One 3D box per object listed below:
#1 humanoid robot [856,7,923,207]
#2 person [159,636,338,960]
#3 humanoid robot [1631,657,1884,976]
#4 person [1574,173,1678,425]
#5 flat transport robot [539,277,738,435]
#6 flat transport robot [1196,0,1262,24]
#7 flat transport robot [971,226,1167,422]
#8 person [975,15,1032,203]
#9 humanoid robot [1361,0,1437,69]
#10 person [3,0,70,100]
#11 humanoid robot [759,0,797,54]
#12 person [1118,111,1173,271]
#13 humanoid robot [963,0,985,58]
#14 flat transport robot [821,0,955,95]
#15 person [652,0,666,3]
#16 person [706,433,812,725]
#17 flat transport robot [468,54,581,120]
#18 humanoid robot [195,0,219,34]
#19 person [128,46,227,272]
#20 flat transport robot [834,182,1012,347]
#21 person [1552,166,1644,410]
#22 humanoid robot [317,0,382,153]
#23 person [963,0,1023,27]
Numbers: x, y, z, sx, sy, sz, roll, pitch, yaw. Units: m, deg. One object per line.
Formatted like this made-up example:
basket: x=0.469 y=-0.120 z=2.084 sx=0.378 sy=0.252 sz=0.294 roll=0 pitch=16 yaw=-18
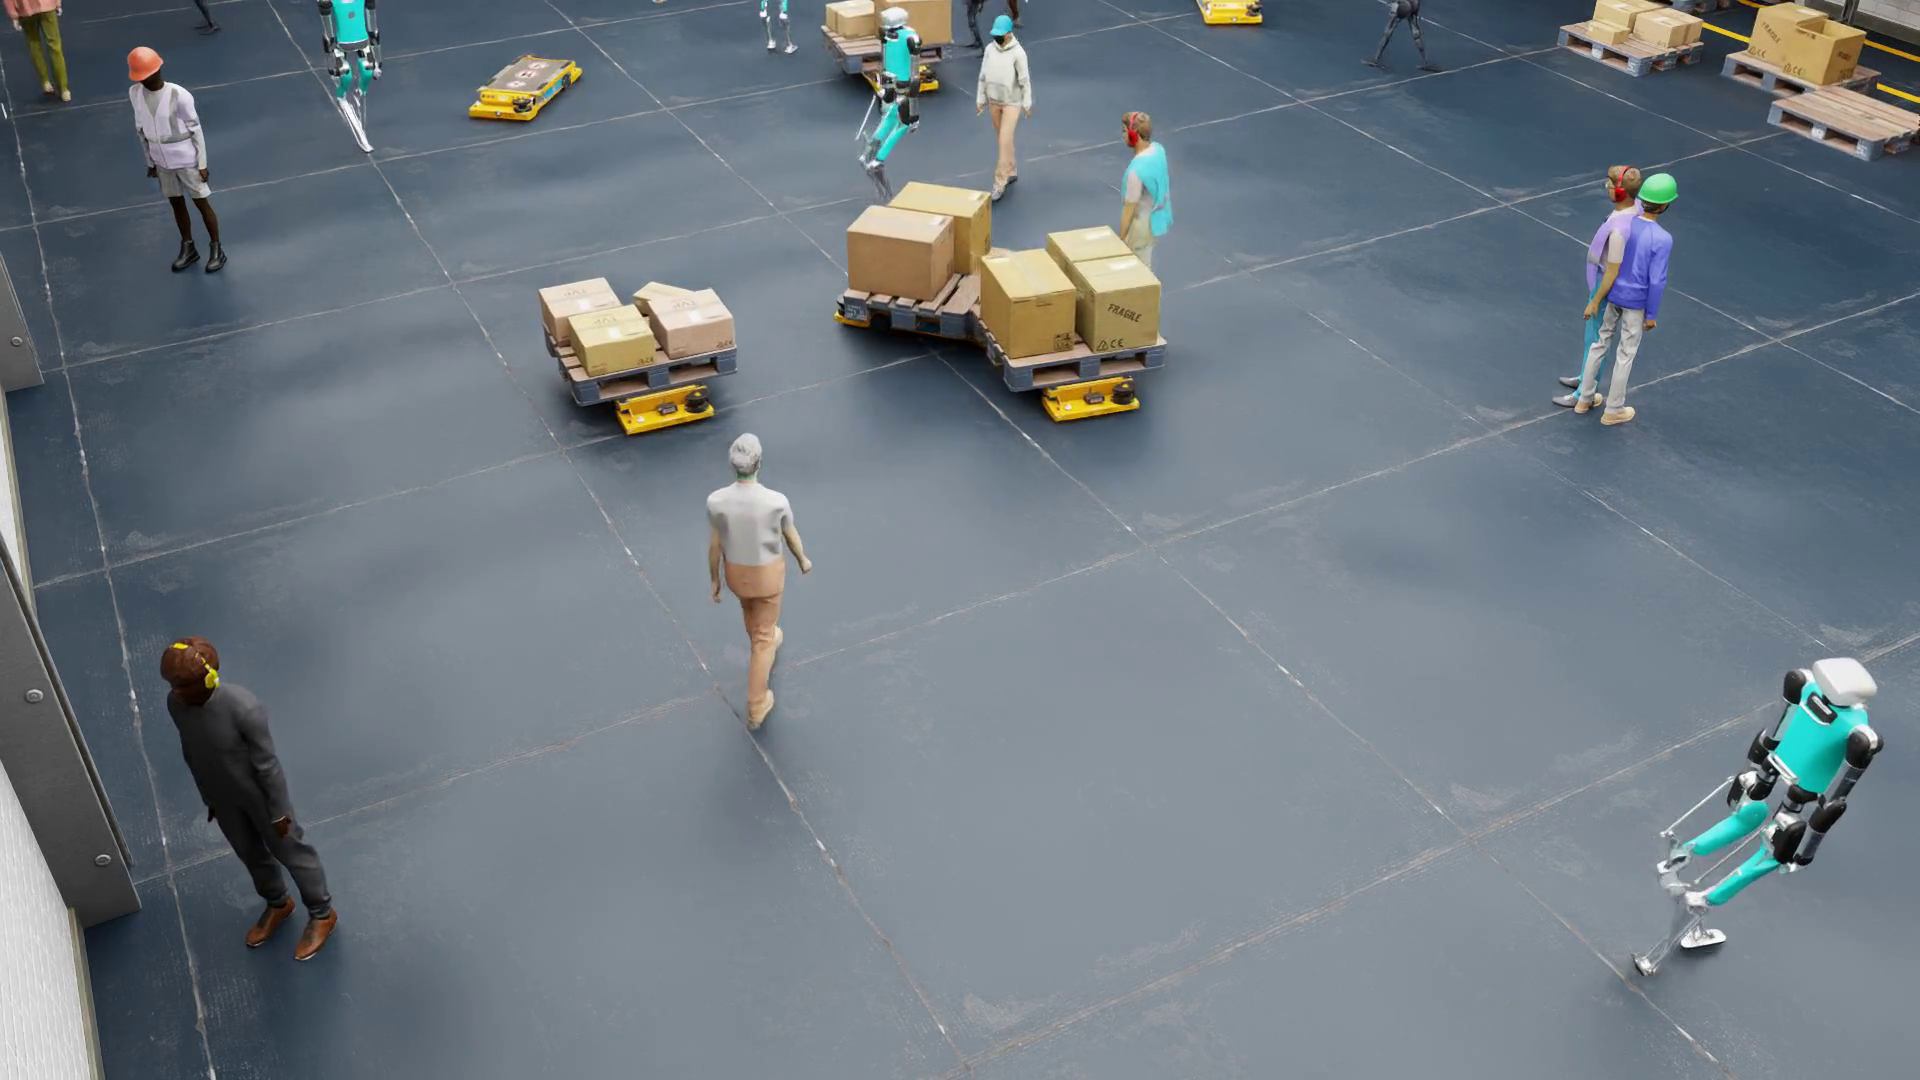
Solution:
humanoid robot: x=-0.696 y=-3.813 z=14.903 sx=0.712 sy=1.796 sz=0.544 roll=-24 pitch=42 yaw=-30
person: x=-3.288 y=1.177 z=7.651 sx=0.487 sy=1.865 sz=0.371 roll=9 pitch=36 yaw=13
humanoid robot: x=3.503 y=1.351 z=7.575 sx=0.848 sy=1.866 sz=0.535 roll=-8 pitch=36 yaw=-12
person: x=4.728 y=-1.698 z=11.744 sx=0.345 sy=1.871 sz=0.470 roll=-24 pitch=41 yaw=-30
flat transport robot: x=-2.383 y=-1.255 z=12.507 sx=0.659 sy=0.231 sz=1.431 roll=-15 pitch=38 yaw=-20
flat transport robot: x=3.185 y=-6.531 z=20.041 sx=0.659 sy=0.231 sz=1.431 roll=-1 pitch=35 yaw=-2
flat transport robot: x=0.795 y=-1.357 z=12.653 sx=0.659 sy=0.231 sz=1.431 roll=-10 pitch=36 yaw=-14
person: x=0.354 y=-3.920 z=15.103 sx=0.476 sy=1.642 sz=0.778 roll=22 pitch=40 yaw=28
humanoid robot: x=4.859 y=-5.873 z=17.922 sx=0.788 sy=1.632 sz=0.608 roll=18 pitch=39 yaw=23
person: x=-9.570 y=-5.491 z=17.203 sx=0.508 sy=1.816 sz=0.579 roll=-15 pitch=38 yaw=-20
humanoid robot: x=-2.046 y=-6.223 z=18.282 sx=0.534 sy=1.754 sz=0.704 roll=2 pitch=35 yaw=2
person: x=1.397 y=-2.379 z=12.756 sx=0.451 sy=1.818 sz=0.603 roll=12 pitch=37 yaw=16
humanoid robot: x=0.173 y=-6.165 z=18.305 sx=0.352 sy=1.644 sz=0.609 roll=1 pitch=35 yaw=1
flat transport robot: x=-0.780 y=-5.188 z=18.123 sx=0.659 sy=0.231 sz=1.431 roll=-12 pitch=37 yaw=-16
person: x=-3.704 y=-7.399 z=19.886 sx=0.601 sy=1.867 sz=0.467 roll=-27 pitch=43 yaw=-33
person: x=-1.105 y=0.140 z=9.263 sx=0.467 sy=1.707 sz=0.863 roll=8 pitch=36 yaw=12
flat transport robot: x=-4.576 y=-4.775 z=17.534 sx=0.659 sy=0.231 sz=1.431 roll=7 pitch=36 yaw=9
humanoid robot: x=-8.791 y=-6.637 z=18.963 sx=0.613 sy=1.640 sz=0.379 roll=28 pitch=44 yaw=34
person: x=-6.496 y=-3.136 z=13.750 sx=0.544 sy=1.927 sz=0.383 roll=6 pitch=35 yaw=9
flat transport robot: x=-0.233 y=-1.858 z=13.369 sx=1.431 sy=0.231 sz=0.659 roll=11 pitch=37 yaw=15
person: x=4.631 y=-1.792 z=11.907 sx=0.388 sy=1.837 sz=0.563 roll=17 pitch=38 yaw=23
humanoid robot: x=-5.907 y=-4.604 z=16.083 sx=0.553 sy=1.867 sz=0.850 roll=-22 pitch=41 yaw=-29
person: x=0.376 y=-6.941 z=19.231 sx=0.993 sy=1.867 sz=0.600 roll=23 pitch=41 yaw=29
